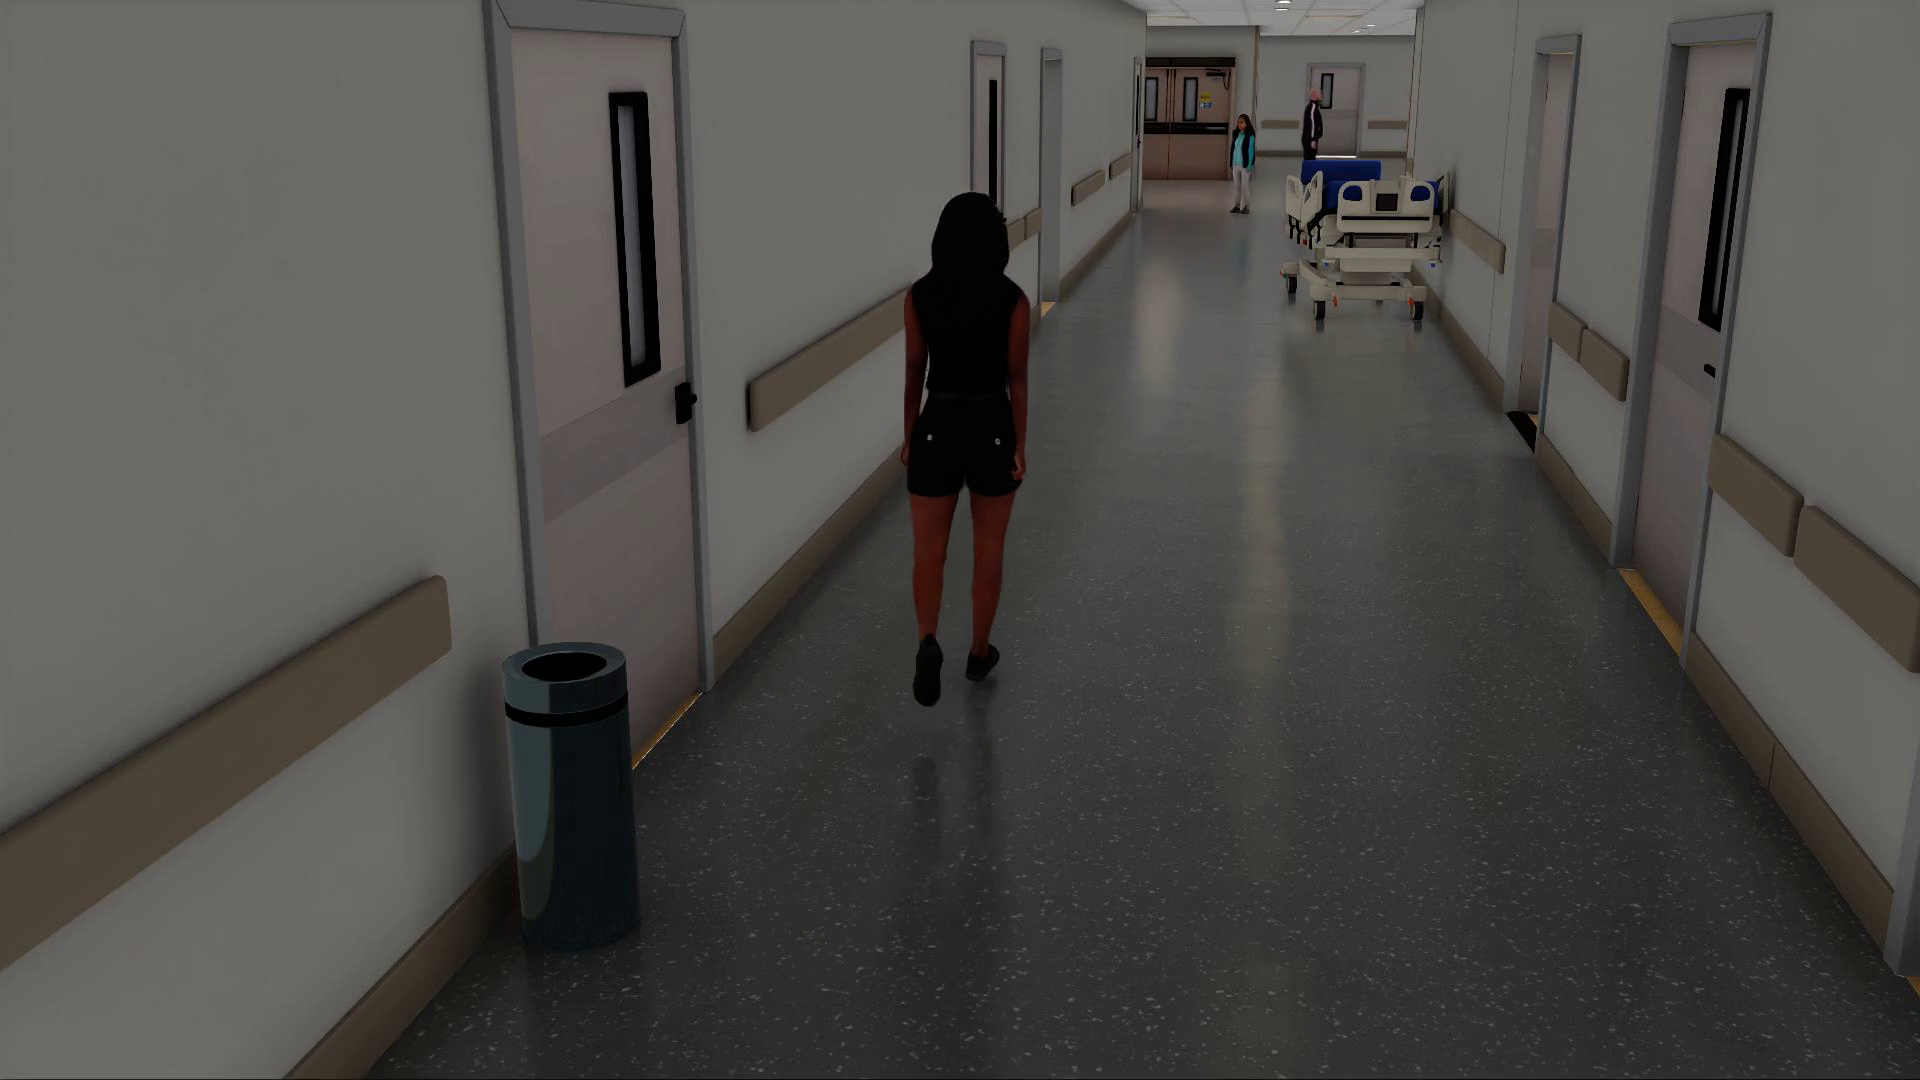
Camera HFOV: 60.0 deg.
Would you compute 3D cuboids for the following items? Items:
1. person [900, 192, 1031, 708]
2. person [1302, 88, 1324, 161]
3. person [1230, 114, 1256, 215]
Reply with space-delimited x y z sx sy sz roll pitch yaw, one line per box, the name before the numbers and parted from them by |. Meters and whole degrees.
person | -0.004 -0.261 5.561 0.962 1.715 0.673 2 16 8
person | 6.075 -6.887 28.841 0.586 1.836 0.681 2 16 6
person | 4.325 -5.762 25.471 0.735 1.500 0.669 -13 20 -38
